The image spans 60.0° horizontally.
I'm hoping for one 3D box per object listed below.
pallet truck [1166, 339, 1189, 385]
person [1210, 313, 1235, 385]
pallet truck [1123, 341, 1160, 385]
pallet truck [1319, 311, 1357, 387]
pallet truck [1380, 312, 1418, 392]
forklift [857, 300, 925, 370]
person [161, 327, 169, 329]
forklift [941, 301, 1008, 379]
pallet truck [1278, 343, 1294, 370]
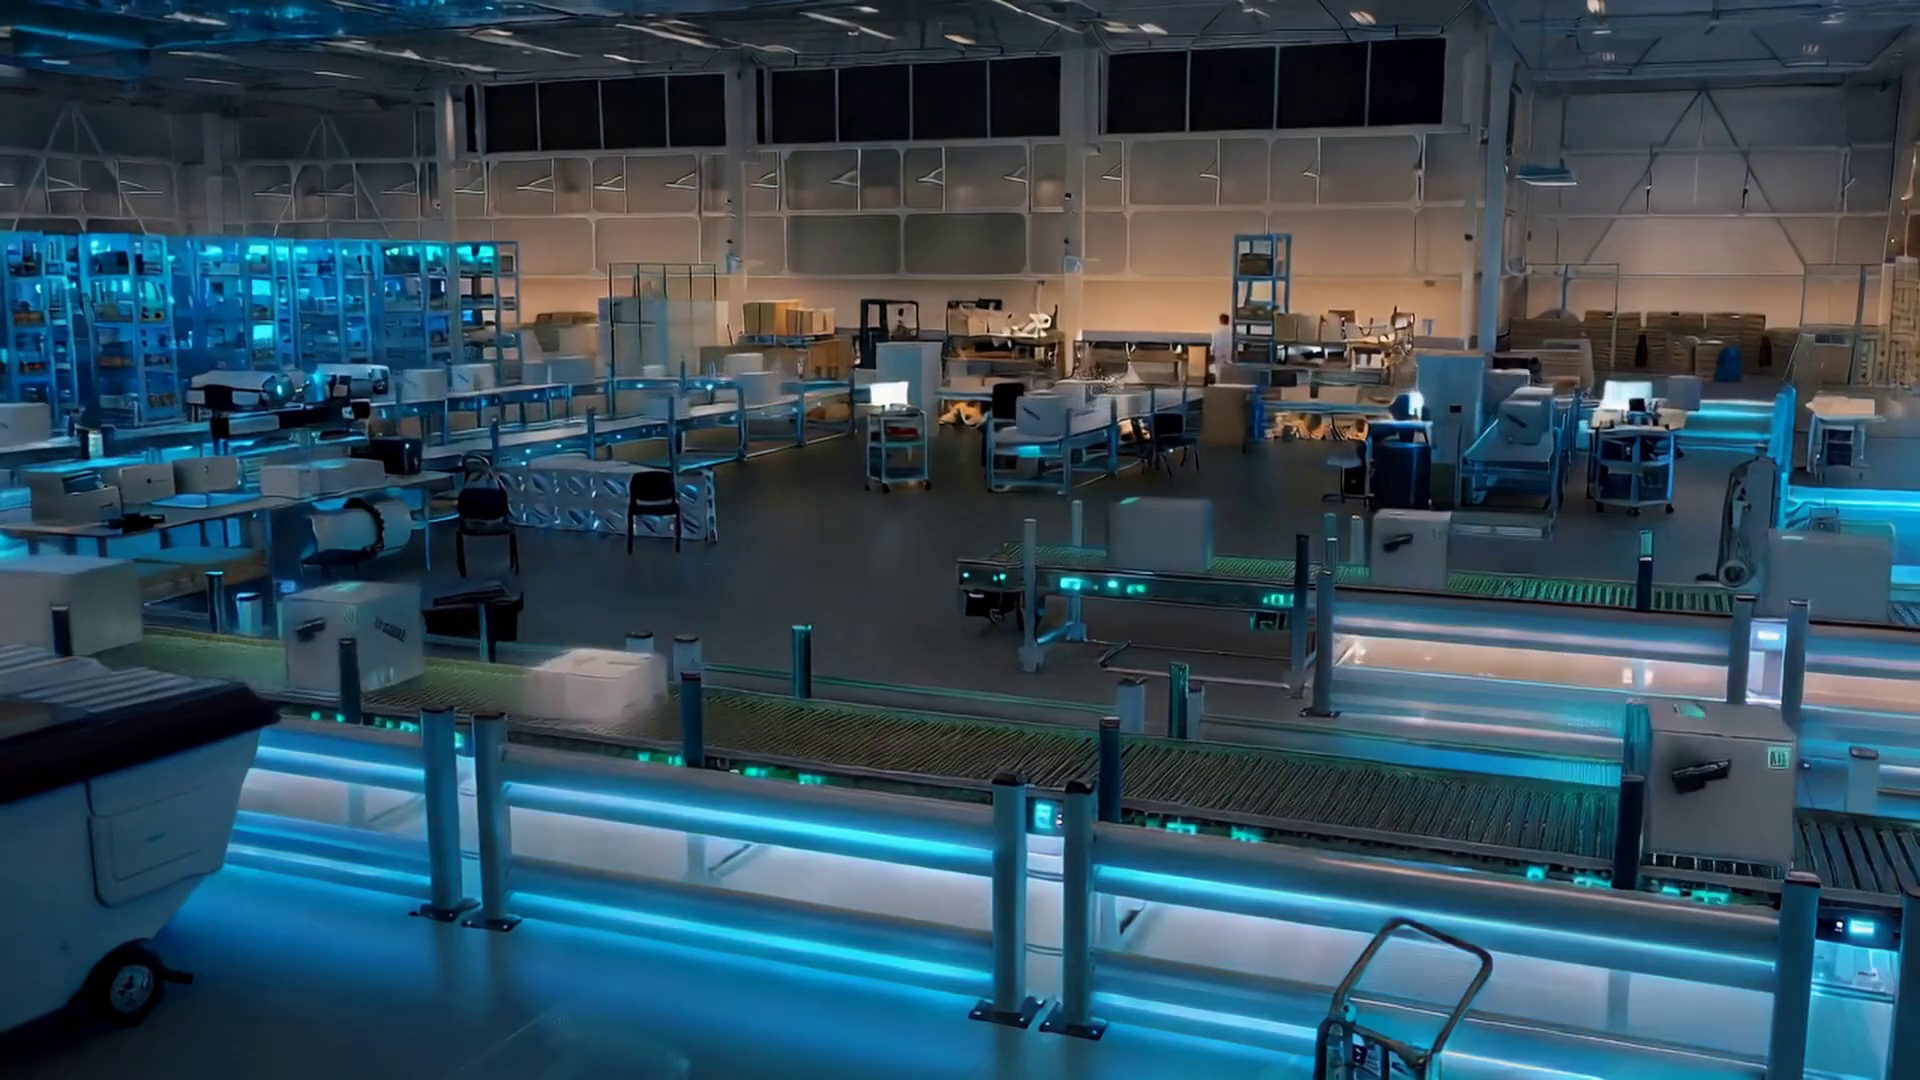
[{"bbox_3d":[5.418,-4.269,40.420,0.704,1.261,1.522,3,10,20],"label":"pallet truck"},{"bbox_3d":[6.339,-4.516,40.056,0.643,1.910,0.400,0,9,2],"label":"person"},{"bbox_3d":[4.445,-4.380,41.279,0.680,1.201,1.601,4,10,22],"label":"pallet truck"},{"bbox_3d":[9.071,-4.419,39.190,0.823,1.965,1.885,5,10,26],"label":"pallet truck"},{"bbox_3d":[10.207,-4.283,38.369,0.823,1.965,1.885,3,10,20],"label":"pallet truck"},{"bbox_3d":[-1.732,-5.109,42.468,1.157,1.987,2.680,4,10,22],"label":"forklift"},{"bbox_3d":[-17.704,-4.016,37.249,0.566,1.839,0.383,8,12,40],"label":"person"},{"bbox_3d":[0.365,-4.966,41.571,1.157,1.987,2.680,3,10,20],"label":"forklift"},{"bbox_3d":[7.886,-4.163,39.743,0.653,1.274,1.630,4,10,22],"label":"pallet truck"}]
